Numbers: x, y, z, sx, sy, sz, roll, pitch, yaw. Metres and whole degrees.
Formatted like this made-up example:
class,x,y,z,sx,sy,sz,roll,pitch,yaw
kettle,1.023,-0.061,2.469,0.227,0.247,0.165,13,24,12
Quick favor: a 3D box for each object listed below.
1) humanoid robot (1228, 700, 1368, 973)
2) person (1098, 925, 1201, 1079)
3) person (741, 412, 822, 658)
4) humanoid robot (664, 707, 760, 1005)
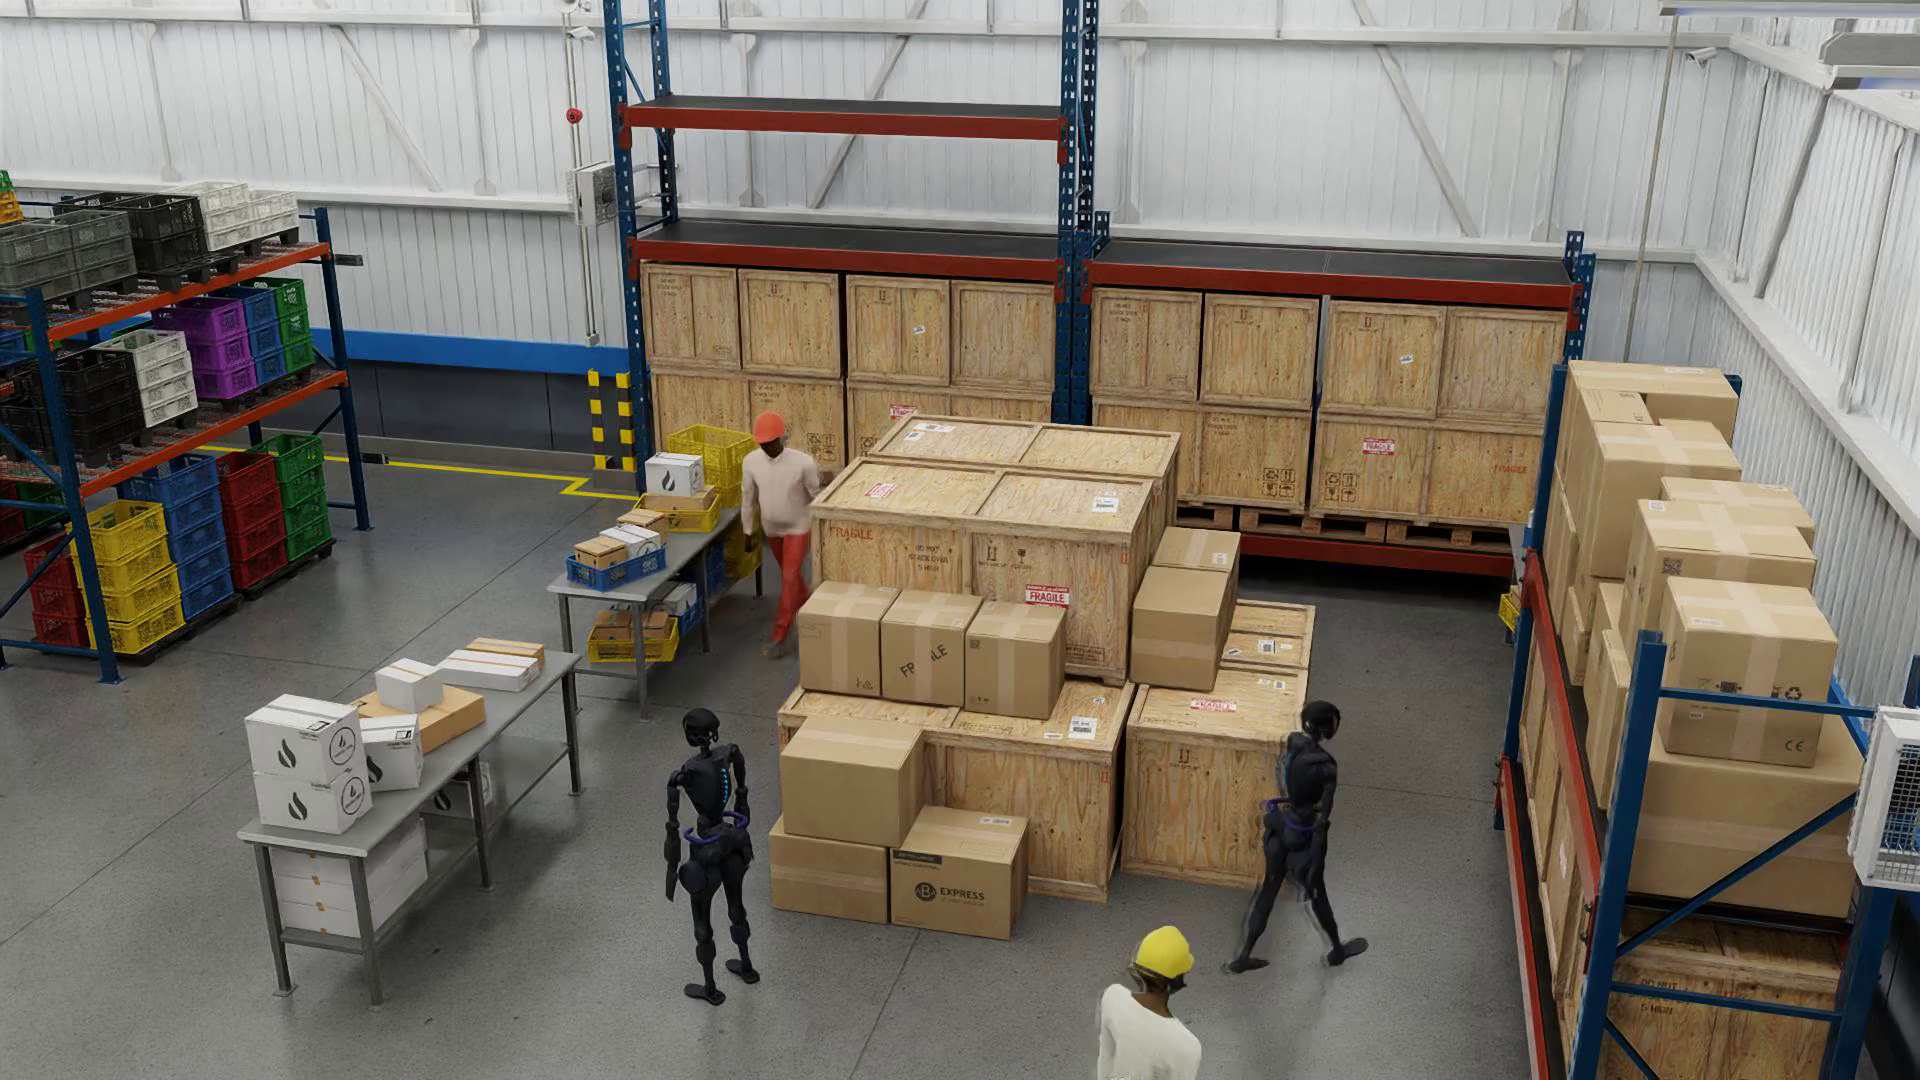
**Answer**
class,x,y,z,sx,sy,sz,roll,pitch,yaw
humanoid robot,1.839,1.599,8.975,0.804,1.624,0.581,-8,22,-20
person,0.695,2.387,6.736,0.526,1.733,0.743,18,27,39
person,-1.371,-0.098,12.977,0.643,1.924,1.098,7,22,19
humanoid robot,-1.305,1.640,8.777,0.316,1.652,0.572,16,26,36
